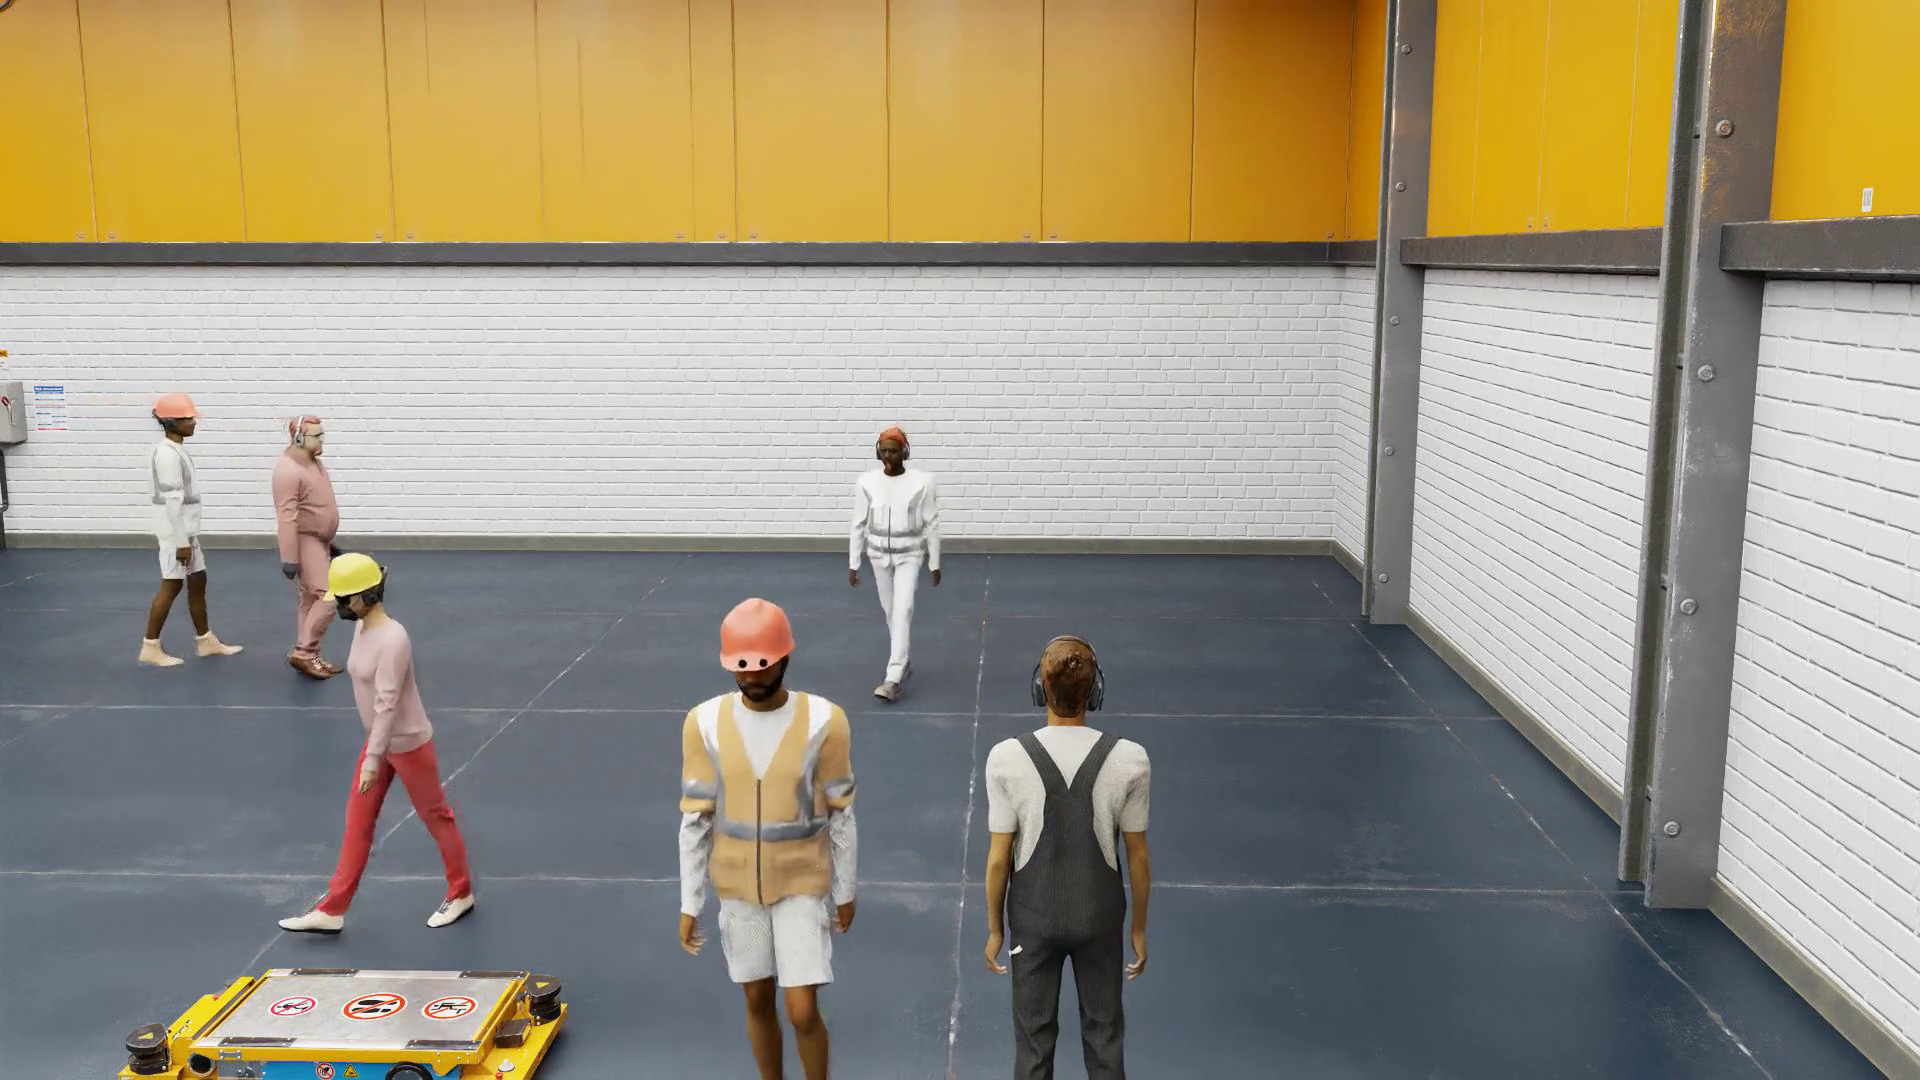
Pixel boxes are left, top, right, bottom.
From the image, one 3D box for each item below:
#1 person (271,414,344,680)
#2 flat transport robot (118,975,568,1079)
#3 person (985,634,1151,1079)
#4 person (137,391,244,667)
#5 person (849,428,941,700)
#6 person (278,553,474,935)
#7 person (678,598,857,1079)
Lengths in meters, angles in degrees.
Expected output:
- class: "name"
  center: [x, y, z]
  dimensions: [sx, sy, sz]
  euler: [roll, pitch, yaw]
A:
- class: "person"
  center: [-4.575, 0.053, 11.786]
  dimensions: [0.434, 1.892, 0.646]
  euler: [-1, 10, -6]
- class: "flat transport robot"
  center: [-2.249, 1.820, 6.161]
  dimensions: [1.431, 0.197, 0.652]
  euler: [0, 10, 2]
- class: "person"
  center: [0.332, 1.203, 5.165]
  dimensions: [0.508, 1.844, 0.332]
  euler: [0, 10, 1]
- class: "person"
  center: [-5.740, -0.083, 12.236]
  dimensions: [0.573, 2.048, 0.617]
  euler: [-3, 10, -19]
- class: "person"
  center: [-0.455, 0.139, 11.454]
  dimensions: [0.603, 1.827, 1.006]
  euler: [3, 10, 16]
- class: "person"
  center: [-2.554, 0.907, 7.253]
  dimensions: [0.883, 1.707, 0.551]
  euler: [-8, 13, -39]
- class: "person"
  center: [-0.631, 1.131, 5.371]
  dimensions: [0.553, 1.919, 0.508]
  euler: [1, 10, 7]
